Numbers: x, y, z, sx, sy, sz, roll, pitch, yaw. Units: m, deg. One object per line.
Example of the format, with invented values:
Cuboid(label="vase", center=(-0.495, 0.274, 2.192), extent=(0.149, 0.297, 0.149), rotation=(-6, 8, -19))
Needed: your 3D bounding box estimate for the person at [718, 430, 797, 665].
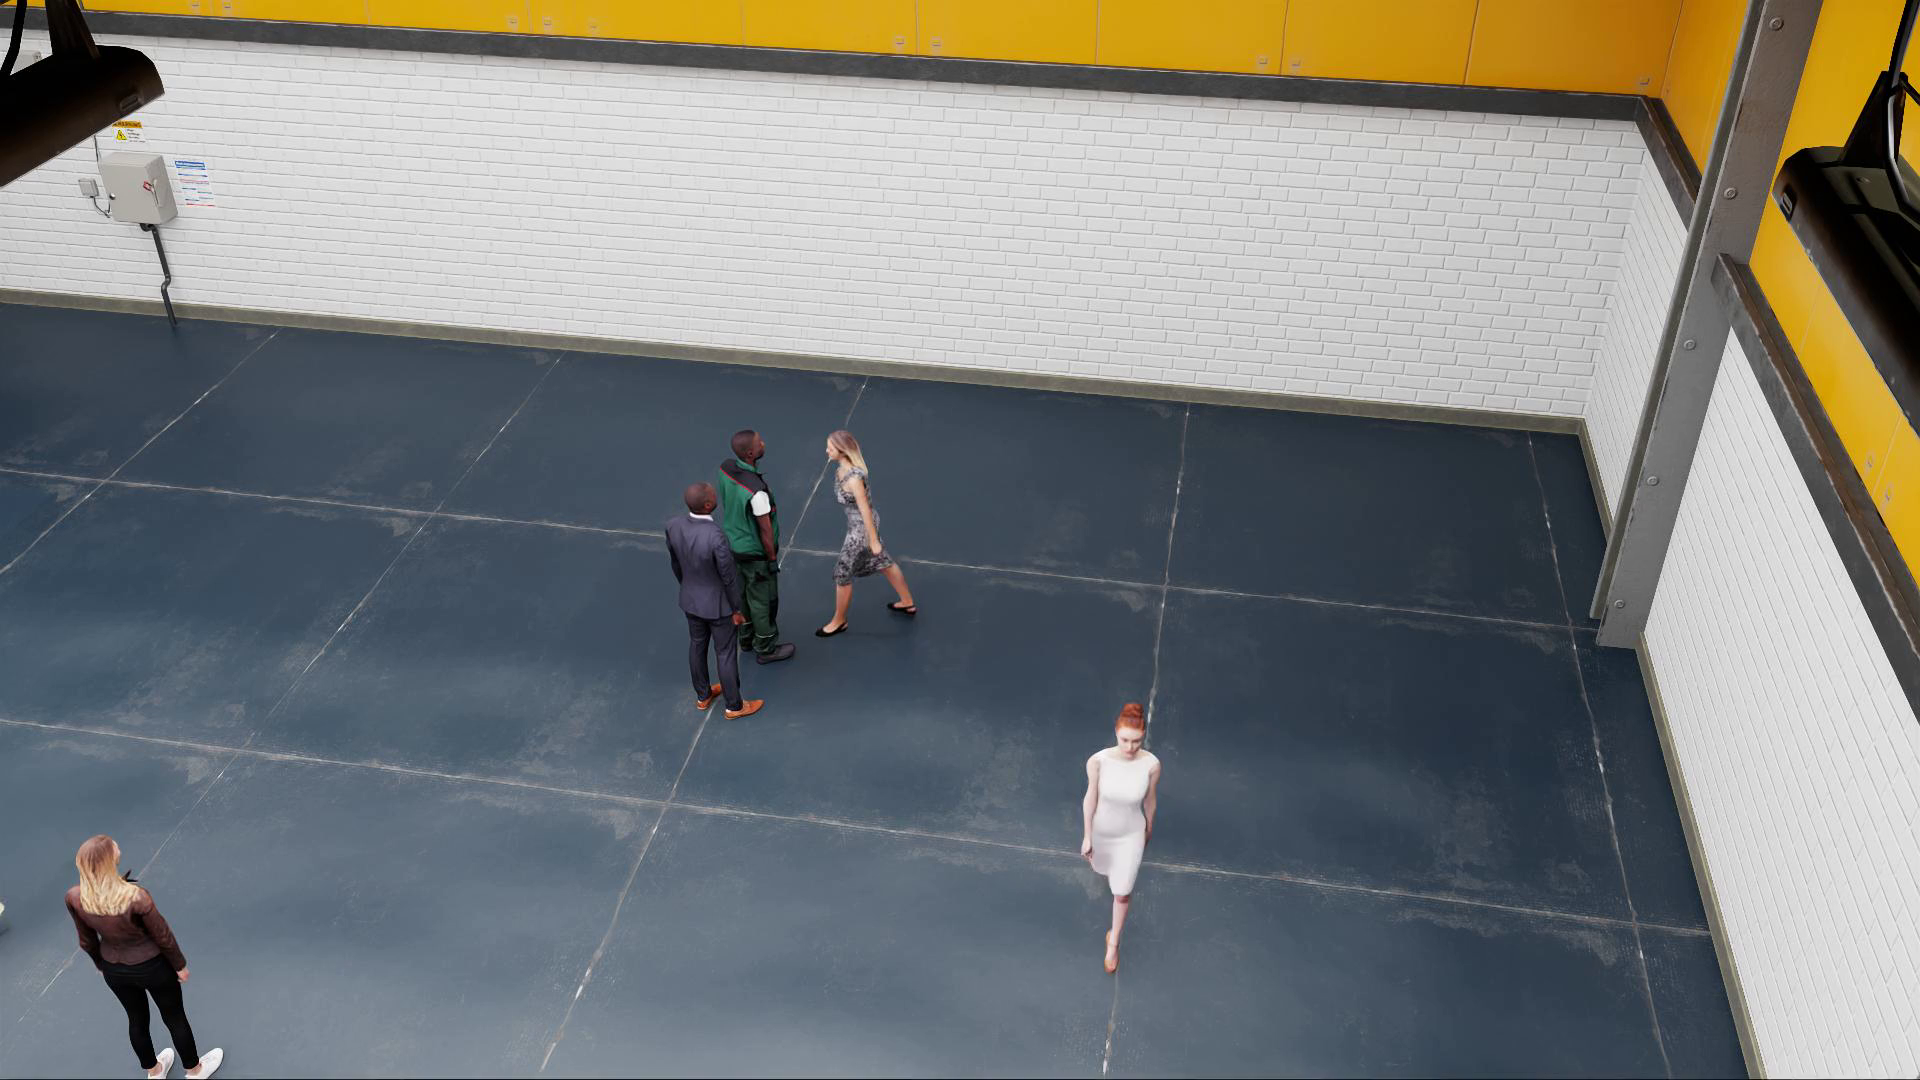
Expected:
Cuboid(label="person", center=(-1.445, 0.038, 11.602), extent=(0.826, 1.839, 0.779), rotation=(-23, 40, -31))

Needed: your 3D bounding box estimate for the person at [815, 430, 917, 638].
Cuboid(label="person", center=(-0.624, -0.047, 11.902), extent=(0.852, 1.648, 1.005), rotation=(-4, 34, -6))

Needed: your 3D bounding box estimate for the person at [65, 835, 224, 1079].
Cuboid(label="person", center=(-4.207, 2.178, 8.503), extent=(0.629, 1.704, 0.530), rotation=(1, 34, 2))

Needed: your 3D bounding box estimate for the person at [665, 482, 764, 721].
Cuboid(label="person", center=(-1.662, 0.405, 11.063), extent=(0.782, 1.824, 0.763), rotation=(21, 39, 28))

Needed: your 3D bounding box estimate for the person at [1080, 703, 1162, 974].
Cuboid(label="person", center=(0.879, 1.592, 9.332), extent=(0.556, 1.763, 1.024), rotation=(5, 34, 7))
